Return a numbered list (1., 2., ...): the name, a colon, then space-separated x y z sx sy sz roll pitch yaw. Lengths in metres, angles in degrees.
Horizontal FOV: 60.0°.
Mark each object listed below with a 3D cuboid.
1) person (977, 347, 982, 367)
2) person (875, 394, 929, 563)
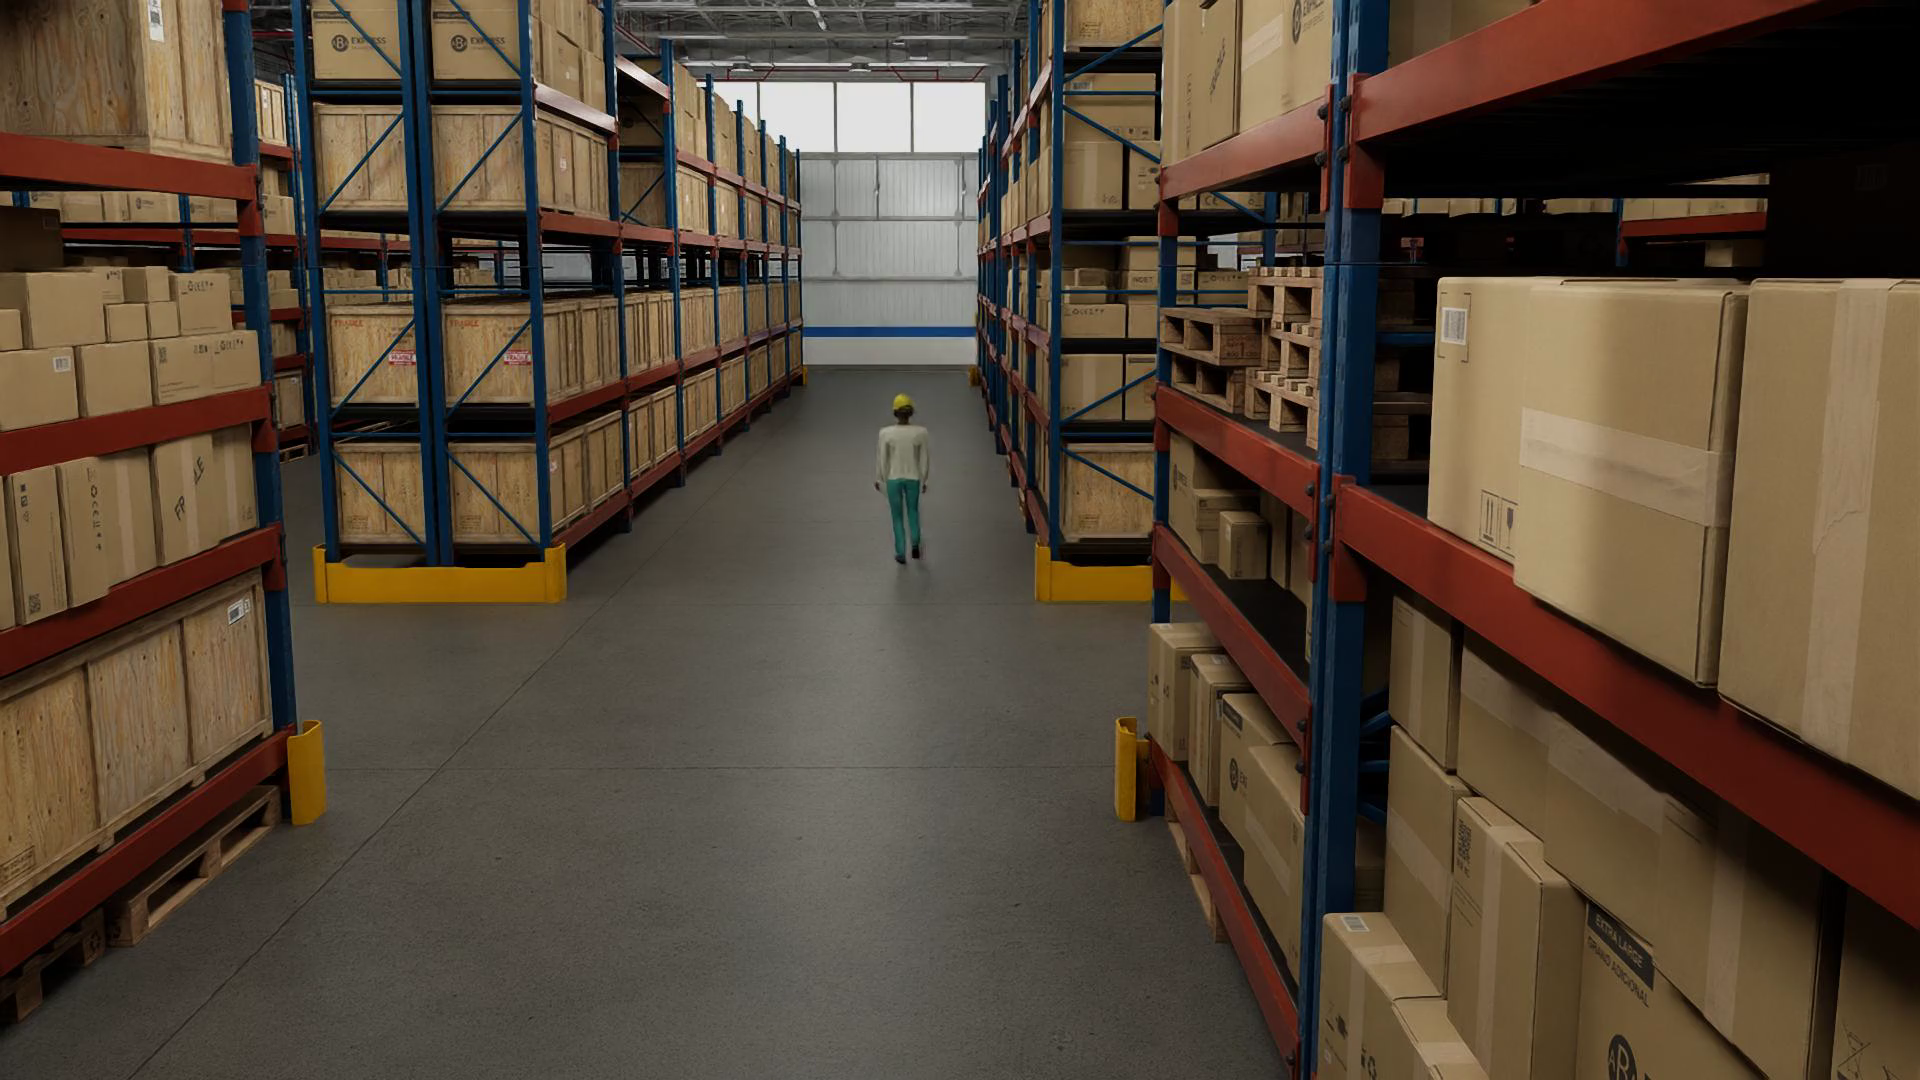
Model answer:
1. person: 0.640 -4.931 43.952 0.379 1.626 0.520 0 9 0
2. person: -0.603 -0.633 17.185 0.526 1.753 0.390 -2 10 -15
